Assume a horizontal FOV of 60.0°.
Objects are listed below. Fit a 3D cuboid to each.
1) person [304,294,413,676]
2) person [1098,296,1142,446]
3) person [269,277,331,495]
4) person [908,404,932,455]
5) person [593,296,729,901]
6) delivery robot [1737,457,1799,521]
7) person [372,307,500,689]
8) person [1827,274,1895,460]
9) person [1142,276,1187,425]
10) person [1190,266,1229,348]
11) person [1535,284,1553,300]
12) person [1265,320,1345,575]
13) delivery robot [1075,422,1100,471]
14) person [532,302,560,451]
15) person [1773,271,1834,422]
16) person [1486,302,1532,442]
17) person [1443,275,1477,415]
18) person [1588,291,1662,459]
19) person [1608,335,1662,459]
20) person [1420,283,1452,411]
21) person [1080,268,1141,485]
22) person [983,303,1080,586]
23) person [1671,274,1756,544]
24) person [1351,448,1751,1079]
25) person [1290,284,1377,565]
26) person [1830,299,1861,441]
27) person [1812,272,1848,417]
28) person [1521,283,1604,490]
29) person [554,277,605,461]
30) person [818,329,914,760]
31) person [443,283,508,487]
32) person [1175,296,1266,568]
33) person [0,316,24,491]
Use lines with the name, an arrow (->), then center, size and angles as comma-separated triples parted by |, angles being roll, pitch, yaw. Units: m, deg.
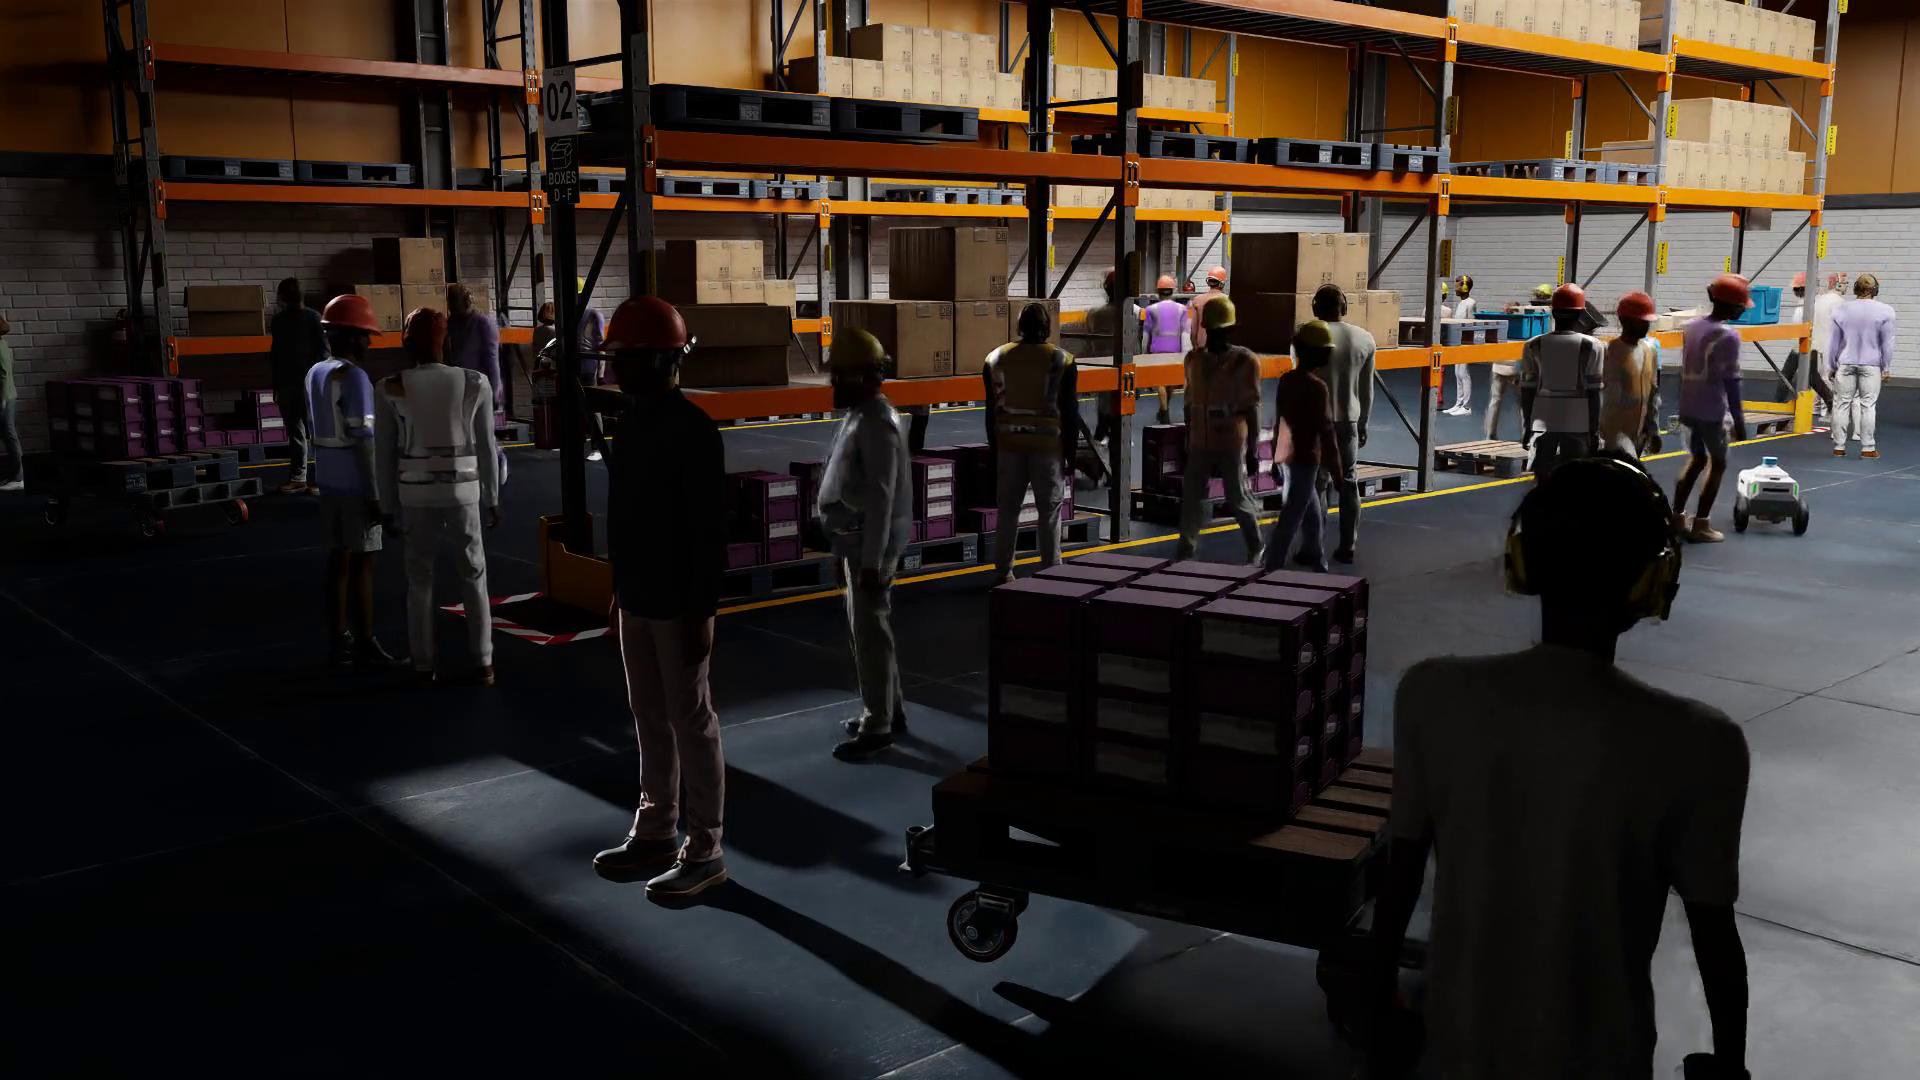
person -> -3.083, -0.278, 8.483 | 0.542, 1.933, 0.372 | 9, 13, 42
person -> 1.732, -1.999, 18.641 | 0.604, 1.906, 0.401 | 0, 10, -2
person -> -5.880, -1.364, 14.825 | 0.638, 1.936, 0.357 | 4, 10, 22
person -> -0.368, -1.487, 16.251 | 0.313, 1.696, 0.540 | -2, 10, -12
person -> -1.004, 0.190, 5.559 | 0.380, 1.994, 0.618 | -8, 13, -40
delivery robot -> 6.305, -0.405, 12.979 | 0.477, 0.478, 0.707 | 3, 10, 17
person -> -2.565, -0.198, 8.187 | 0.582, 1.878, 0.351 | -4, 10, -22
person -> 9.413, -1.806, 17.412 | 0.627, 1.941, 0.374 | 9, 13, 42
person -> 2.590, -2.396, 21.076 | 0.561, 1.877, 1.029 | -2, 10, -10
person -> 3.250, -2.485, 21.222 | 0.625, 1.992, 0.386 | 6, 11, 31
person -> 8.139, -2.710, 23.303 | 0.668, 1.738, 0.531 | -5, 11, -27
person -> 2.176, -0.451, 10.051 | 0.795, 1.732, 0.556 | -2, 10, -12
delivery robot -> 1.136, -0.876, 15.740 | 0.477, 0.478, 0.707 | 0, 10, 0
person -> -4.495, -1.788, 18.237 | 0.503, 1.629, 0.283 | 9, 13, 41
person -> 10.879, -2.470, 21.333 | 1.018, 1.943, 0.631 | 3, 10, 16
person -> 6.354, -1.902, 18.963 | 0.786, 1.604, 0.520 | -4, 11, -23
person -> 6.709, -2.594, 22.238 | 0.315, 1.866, 0.533 | 0, 10, -1
person -> 4.605, -0.811, 11.753 | 0.560, 1.893, 0.995 | -6, 11, -31
person -> 6.199, -1.340, 15.426 | 0.568, 1.702, 0.463 | 10, 14, 44
person -> 6.582, -2.664, 22.930 | 0.297, 1.772, 0.533 | -6, 11, -31
person -> 1.407, -1.504, 15.372 | 0.481, 2.031, 0.640 | -8, 13, -41
person -> 0.458, -0.580, 10.568 | 0.621, 1.835, 0.430 | 3, 10, 17
person -> 5.505, -0.939, 12.217 | 0.415, 1.999, 0.640 | -2, 10, -9
person -> 0.907, 0.783, 2.522 | 0.549, 1.843, 0.710 | 7, 12, 37
person -> 2.537, -0.784, 11.447 | 0.627, 1.934, 0.370 | -2, 10, -13
person -> 10.280, -1.954, 19.153 | 0.307, 1.641, 0.513 | -7, 12, -37
person -> 11.543, -2.573, 21.994 | 0.404, 1.910, 0.636 | 1, 10, 4
person -> 4.142, -0.791, 11.474 | 0.542, 1.938, 0.357 | 5, 11, 27
person -> -3.962, -1.773, 17.283 | 0.588, 1.918, 0.397 | 4, 10, 21
person -> -0.399, 0.020, 7.108 | 0.410, 1.809, 0.630 | -1, 10, -8
person -> -4.328, -1.321, 14.703 | 0.664, 1.892, 0.590 | 4, 10, 20
person -> 1.739, -0.668, 10.960 | 0.603, 1.880, 0.937 | 8, 13, 40
person -> -8.736, -1.266, 15.142 | 0.267, 1.631, 0.507 | -6, 11, -31
